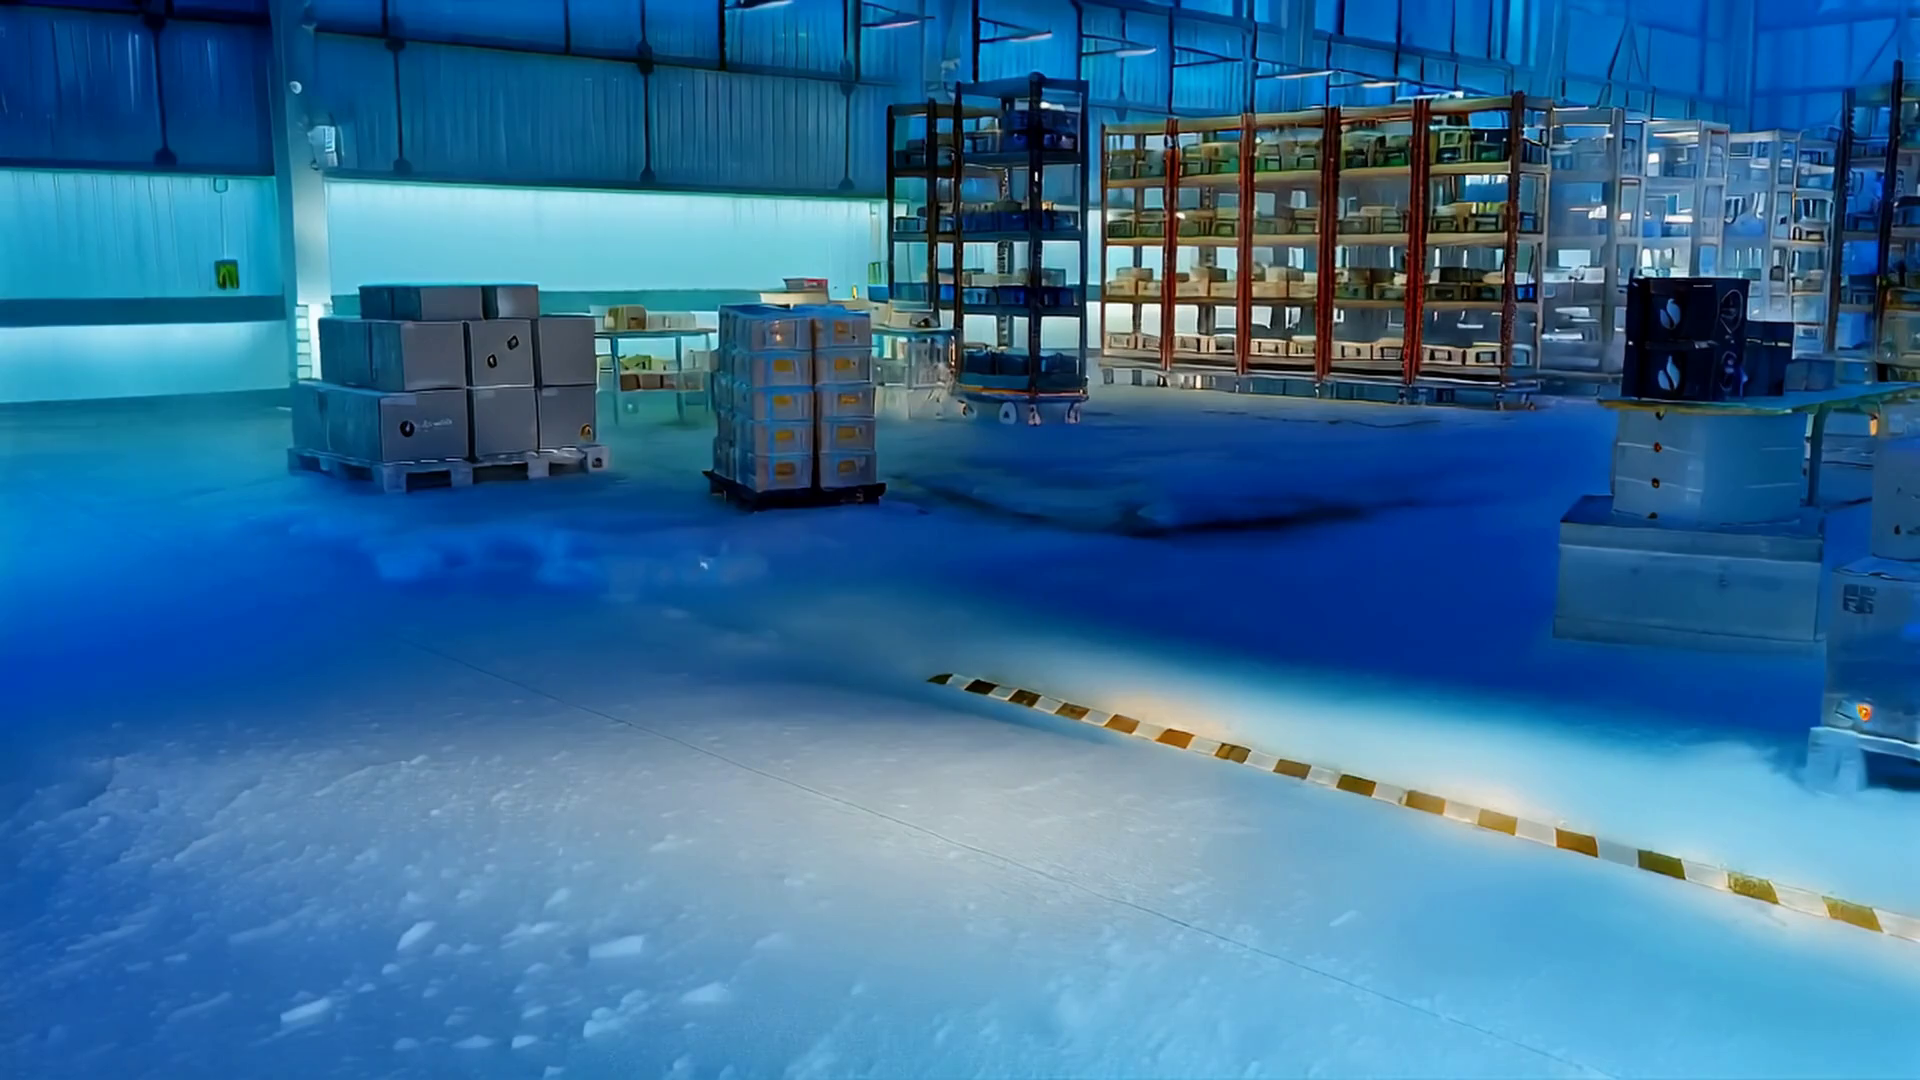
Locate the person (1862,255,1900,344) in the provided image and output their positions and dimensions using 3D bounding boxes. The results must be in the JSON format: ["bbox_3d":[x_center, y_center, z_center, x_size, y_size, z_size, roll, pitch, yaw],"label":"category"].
[{"bbox_3d":[13.006,-3.119,23.539,0.781,1.824,0.572,-7,12,-37],"label":"person"}]
